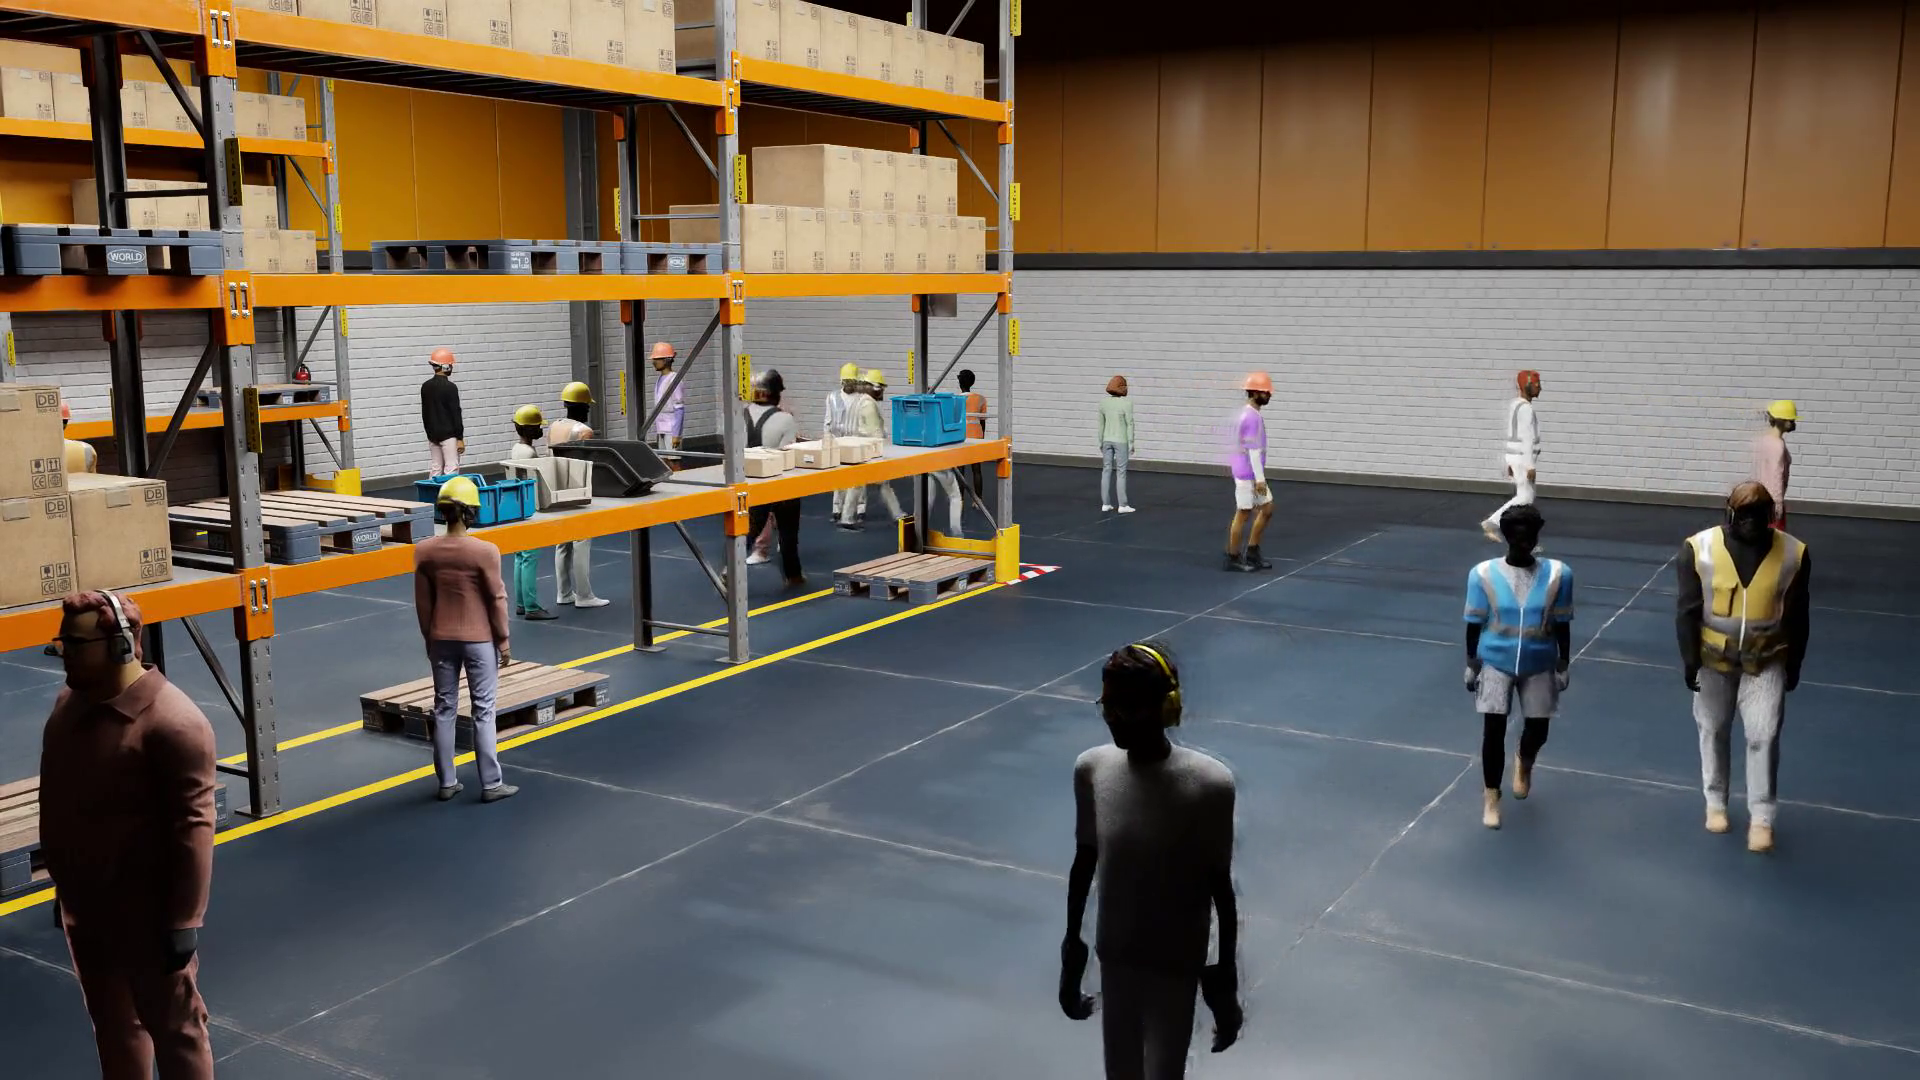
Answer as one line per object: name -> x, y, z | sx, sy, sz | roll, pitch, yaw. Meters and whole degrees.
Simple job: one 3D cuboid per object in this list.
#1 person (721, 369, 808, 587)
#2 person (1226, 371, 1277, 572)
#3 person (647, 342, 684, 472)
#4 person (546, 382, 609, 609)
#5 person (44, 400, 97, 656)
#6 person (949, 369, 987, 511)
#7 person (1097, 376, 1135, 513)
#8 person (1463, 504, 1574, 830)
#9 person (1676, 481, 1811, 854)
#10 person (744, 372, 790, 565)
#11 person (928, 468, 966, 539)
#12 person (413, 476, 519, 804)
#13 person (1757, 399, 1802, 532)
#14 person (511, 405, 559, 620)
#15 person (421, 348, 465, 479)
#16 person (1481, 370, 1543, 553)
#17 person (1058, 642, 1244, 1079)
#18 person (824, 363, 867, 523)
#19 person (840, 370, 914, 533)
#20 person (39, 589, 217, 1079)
person -> -1.749, -0.545, 14.825 | 0.686, 2.000, 0.923 | 5, 11, 30
person -> 2.799, -0.630, 15.737 | 0.584, 1.916, 0.547 | 2, 9, 15
person -> -3.437, -1.291, 19.469 | 0.393, 2.041, 0.613 | -5, 10, -29
person -> -3.259, -0.383, 14.169 | 0.593, 1.924, 0.384 | 8, 12, 40
person -> -6.671, -0.100, 12.365 | 0.377, 1.938, 0.547 | 5, 10, 27
person -> 0.077, -1.195, 19.954 | 0.534, 1.697, 0.318 | -4, 10, -24
person -> 1.863, -1.141, 19.813 | 0.499, 1.632, 0.285 | 8, 12, 40
person -> 2.862, 0.627, 8.573 | 0.539, 1.686, 0.475 | 3, 10, 17
person -> 3.863, 0.622, 8.244 | 0.625, 1.814, 0.759 | 4, 10, 23
person -> -1.900, -0.716, 16.354 | 0.674, 1.890, 0.655 | -9, 13, -44
person -> -0.158, -0.712, 17.186 | 0.727, 1.601, 0.526 | -9, 13, -43
person -> -2.654, 0.539, 8.926 | 0.523, 1.765, 0.316 | 2, 9, 12
person -> 7.093, -0.367, 14.616 | 0.494, 1.751, 0.536 | 2, 9, 14
person -> -3.527, -0.225, 13.684 | 0.311, 1.768, 0.522 | -5, 10, -27
person -> -5.855, -1.178, 18.915 | 0.611, 1.995, 0.375 | 6, 11, 34
person -> 5.677, -0.793, 16.907 | 0.511, 1.868, 0.580 | 2, 9, 11
person -> 0.525, 1.190, 4.604 | 0.549, 1.844, 0.431 | 7, 11, 36
person -> -1.262, -1.104, 18.967 | 0.588, 1.830, 0.404 | 1, 9, 5
person -> -0.891, -0.963, 18.238 | 0.945, 1.767, 0.616 | 0, 9, -3
person -> -2.543, 1.089, 5.035 | 0.636, 1.911, 0.406 | 5, 10, 28
